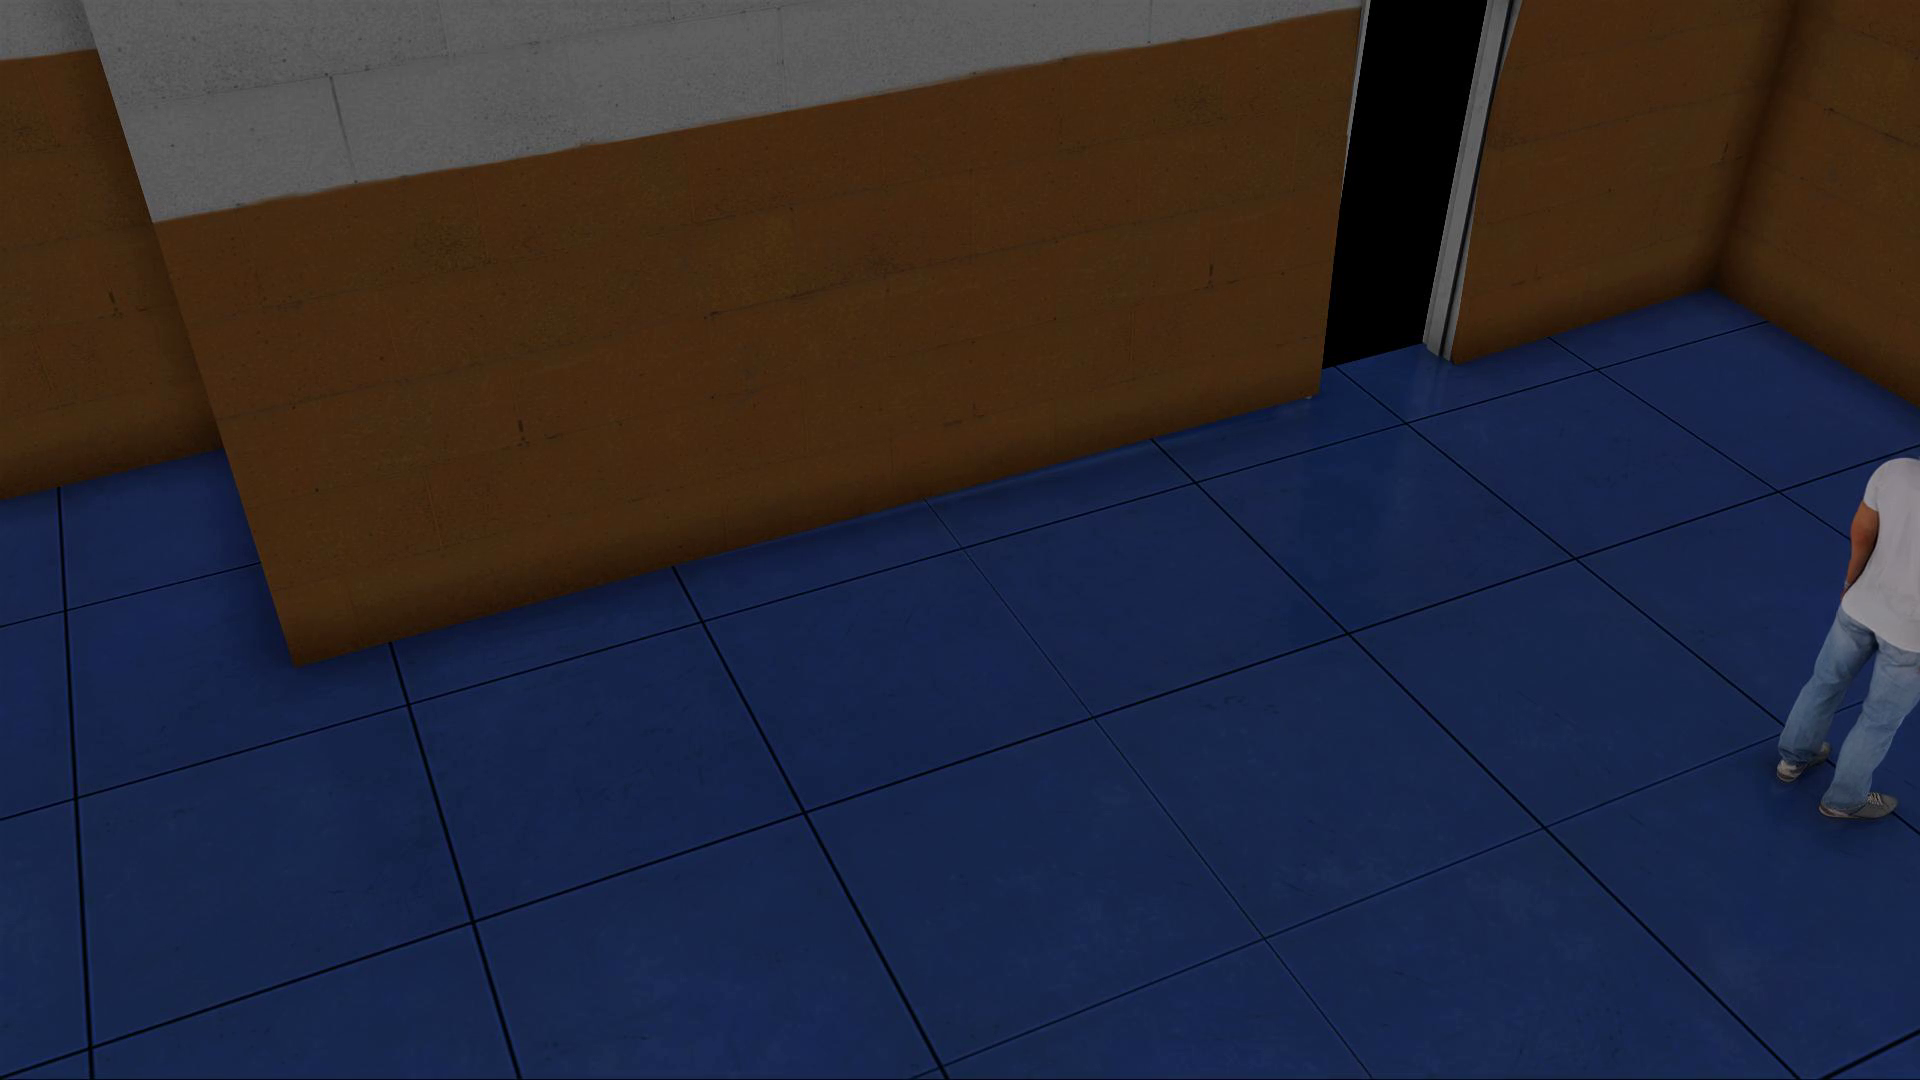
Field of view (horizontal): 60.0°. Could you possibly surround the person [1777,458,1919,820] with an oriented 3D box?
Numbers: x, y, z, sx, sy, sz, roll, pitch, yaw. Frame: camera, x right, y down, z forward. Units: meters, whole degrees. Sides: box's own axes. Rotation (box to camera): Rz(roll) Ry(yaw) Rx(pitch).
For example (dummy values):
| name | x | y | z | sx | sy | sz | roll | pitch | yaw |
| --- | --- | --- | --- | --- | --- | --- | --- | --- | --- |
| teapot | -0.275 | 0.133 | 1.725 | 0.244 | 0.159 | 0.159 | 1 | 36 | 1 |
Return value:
| name | x | y | z | sx | sy | sz | roll | pitch | yaw |
| --- | --- | --- | --- | --- | --- | --- | --- | --- | --- |
| person | 3.525 | 0.277 | 6.274 | 0.739 | 1.866 | 0.511 | -13 | 39 | -17 |
